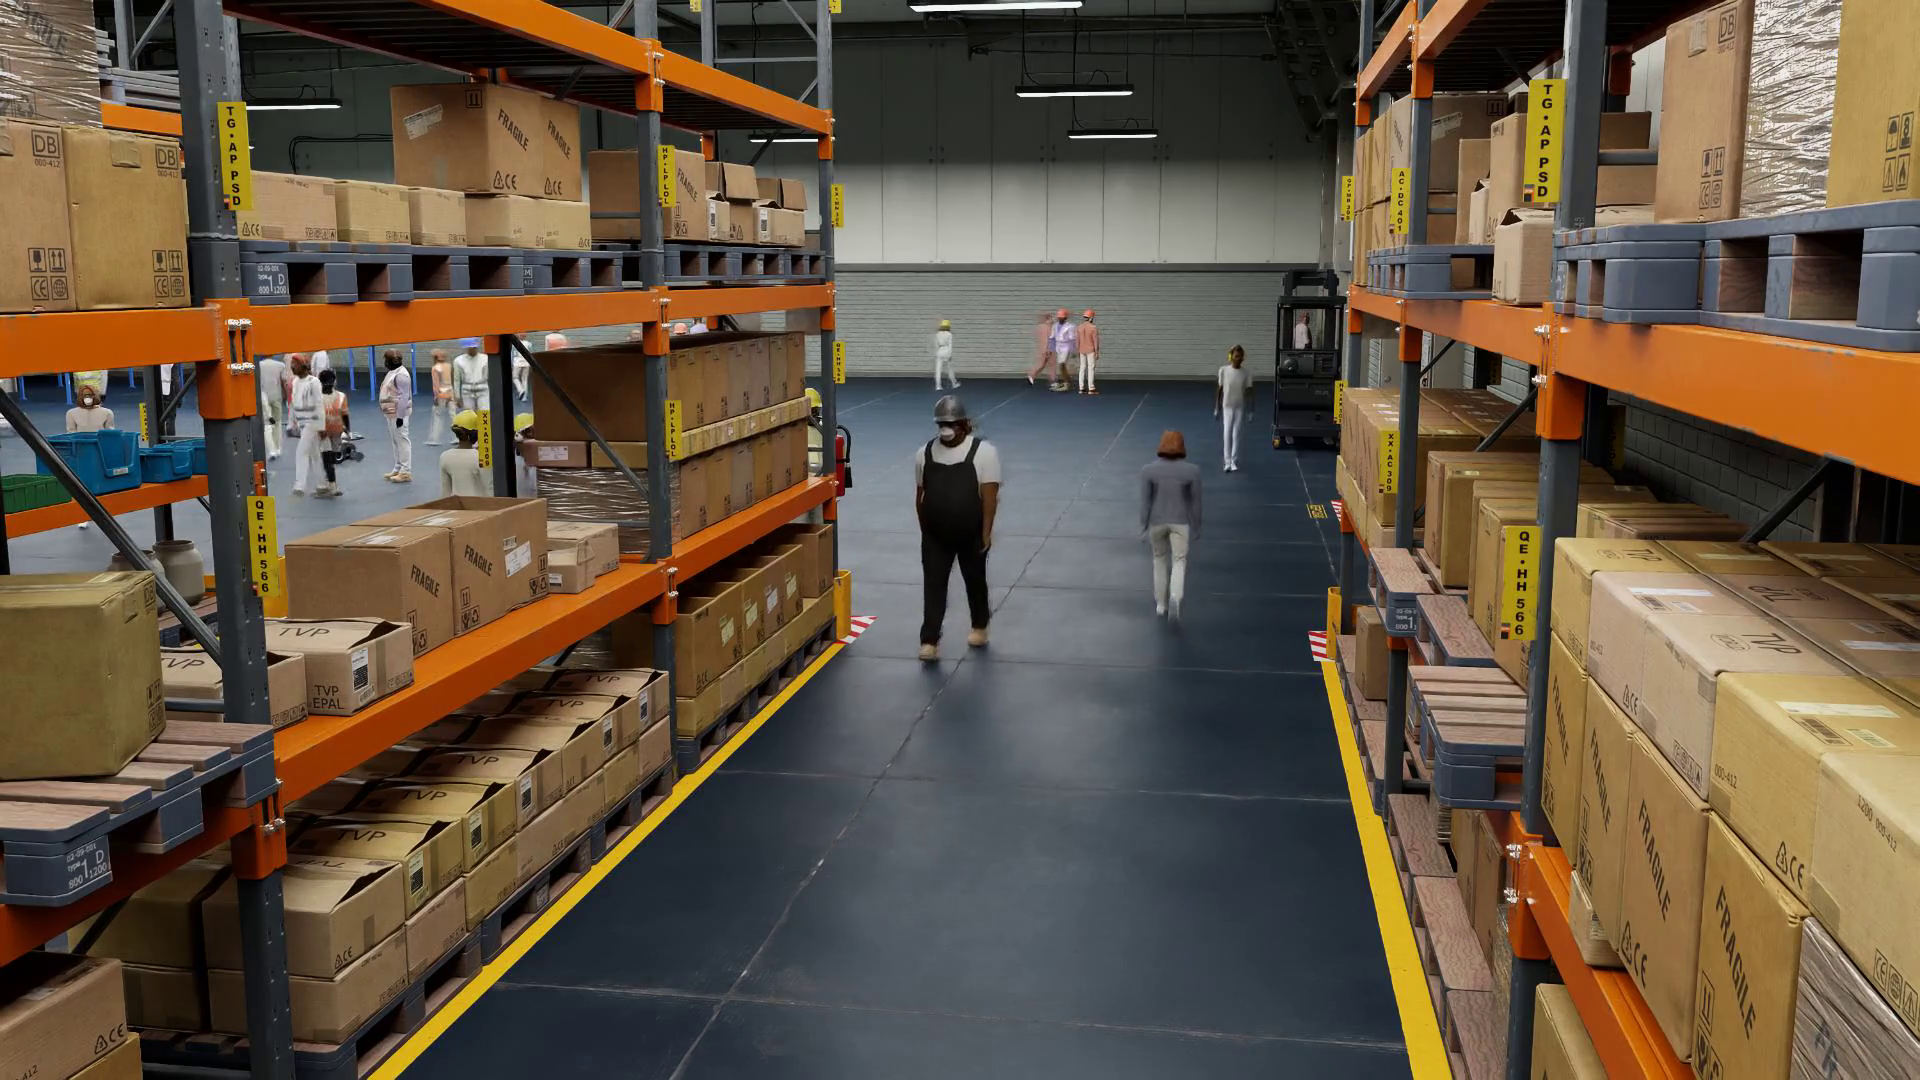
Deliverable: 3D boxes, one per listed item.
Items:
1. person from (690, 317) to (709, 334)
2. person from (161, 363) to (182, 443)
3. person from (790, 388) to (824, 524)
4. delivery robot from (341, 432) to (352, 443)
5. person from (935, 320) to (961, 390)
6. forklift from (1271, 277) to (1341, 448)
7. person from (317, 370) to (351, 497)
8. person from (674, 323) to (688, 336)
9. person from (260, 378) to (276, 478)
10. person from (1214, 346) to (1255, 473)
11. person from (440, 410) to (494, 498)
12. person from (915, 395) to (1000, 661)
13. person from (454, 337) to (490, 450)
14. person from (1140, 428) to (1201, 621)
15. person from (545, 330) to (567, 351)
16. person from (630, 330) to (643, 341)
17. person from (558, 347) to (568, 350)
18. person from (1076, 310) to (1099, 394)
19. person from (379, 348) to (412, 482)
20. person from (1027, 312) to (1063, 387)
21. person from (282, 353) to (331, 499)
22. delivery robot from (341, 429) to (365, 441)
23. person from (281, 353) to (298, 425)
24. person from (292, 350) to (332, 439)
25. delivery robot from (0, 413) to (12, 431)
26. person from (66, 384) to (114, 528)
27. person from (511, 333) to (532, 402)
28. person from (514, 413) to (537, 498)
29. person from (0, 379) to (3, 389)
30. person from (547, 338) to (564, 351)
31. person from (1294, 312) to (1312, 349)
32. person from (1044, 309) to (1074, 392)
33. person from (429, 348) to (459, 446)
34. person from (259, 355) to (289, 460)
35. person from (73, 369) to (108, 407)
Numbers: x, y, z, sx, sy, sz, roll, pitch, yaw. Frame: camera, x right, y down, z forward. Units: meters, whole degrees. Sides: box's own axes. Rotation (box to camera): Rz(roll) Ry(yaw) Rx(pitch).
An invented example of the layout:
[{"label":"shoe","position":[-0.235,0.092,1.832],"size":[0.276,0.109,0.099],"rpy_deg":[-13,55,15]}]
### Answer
[{"label":"person","position":[-6.134,-4.375,39.114],"size":[0.370,1.939,0.631],"rpy_deg":[5,10,27]},{"label":"person","position":[-12.574,-2.273,26.239],"size":[0.585,1.912,0.376],"rpy_deg":[1,9,3]},{"label":"person","position":[-1.399,-0.501,15.549],"size":[0.404,1.832,0.594],"rpy_deg":[8,12,42]},{"label":"delivery robot","position":[-9.870,-1.571,25.916],"size":[0.707,0.478,0.477],"rpy_deg":[-8,12,-39]},{"label":"person","position":[-0.334,-4.559,40.964],"size":[0.510,1.691,0.887],"rpy_deg":[6,11,34]},{"label":"forklift","position":[5.847,-3.016,27.970],"size":[1.129,2.768,1.873],"rpy_deg":[1,9,9]},{"label":"person","position":[-8.242,-1.406,21.711],"size":[0.536,1.639,0.911],"rpy_deg":[-8,12,-42]},{"label":"person","position":[-4.961,-2.870,29.657],"size":[0.611,1.996,0.378],"rpy_deg":[-1,9,-3]},{"label":"person","position":[-9.884,-1.701,22.964],"size":[0.579,1.841,0.971],"rpy_deg":[4,10,24]},{"label":"person","position":[3.989,-1.880,24.068],"size":[0.554,1.823,0.938],"rpy_deg":[1,9,3]},{"label":"person","position":[-4.081,-0.198,13.887],"size":[0.523,1.769,0.309],"rpy_deg":[3,10,19]},{"label":"person","position":[-0.033,-0.123,12.709],"size":[0.679,2.000,1.018],"rpy_deg":[2,9,12]},{"label":"person","position":[-7.641,-2.269,26.198],"size":[0.630,1.909,0.862],"rpy_deg":[-2,10,-14]},{"label":"person","position":[1.755,-0.124,13.923],"size":[0.508,1.613,0.680],"rpy_deg":[2,9,12]},{"label":"person","position":[-9.789,-4.424,40.343],"size":[0.517,1.636,0.313],"rpy_deg":[-1,9,-9]},{"label":"person","position":[-5.605,-2.710,29.019],"size":[0.667,1.891,0.430],"rpy_deg":[-4,10,-21]},{"label":"person","position":[-5.102,-1.523,21.532],"size":[0.607,1.940,0.841],"rpy_deg":[-1,9,-7]},{"label":"person","position":[3.055,-4.477,39.567],"size":[0.622,1.993,0.382],"rpy_deg":[8,12,41]},{"label":"person","position":[-7.864,-1.746,23.197],"size":[0.429,1.844,0.627],"rpy_deg":[-6,11,-31]},{"label":"person","position":[2.134,-4.783,41.820],"size":[0.833,1.886,0.661],"rpy_deg":[-2,9,-14]},{"label":"person","position":[-8.466,-1.446,21.286],"size":[0.614,1.853,0.825],"rpy_deg":[9,13,43]},{"label":"delivery robot","position":[-9.516,-1.644,25.567],"size":[0.335,0.223,0.698],"rpy_deg":[7,11,35]},{"label":"person","position":[-12.661,-3.072,31.629],"size":[0.523,1.751,0.543],"rpy_deg":[-1,9,-6]},{"label":"person","position":[-11.015,-2.618,28.385],"size":[0.962,1.895,0.561],"rpy_deg":[-5,11,-30]},{"label":"delivery robot","position":[-16.997,-2.133,29.384],"size":[0.707,0.478,0.477],"rpy_deg":[-4,10,-24]},{"label":"person","position":[-9.921,-0.965,19.019],"size":[0.499,1.634,0.279],"rpy_deg":[-5,11,-29]},{"label":"person","position":[-9.775,-3.886,37.056],"size":[0.532,1.623,0.402],"rpy_deg":[-6,11,-32]},{"label":"person","position":[-3.378,-0.119,13.345],"size":[0.448,1.786,0.685],"rpy_deg":[-2,10,-15]},{"label":"person","position":[-15.294,-2.258,26.122],"size":[0.545,1.920,0.780],"rpy_deg":[-1,9,-7]},{"label":"person","position":[-5.786,-1.966,24.255],"size":[0.608,1.963,0.996],"rpy_deg":[-6,11,-33]},{"label":"person","position":[8.365,-4.580,40.473],"size":[0.407,1.910,0.638],"rpy_deg":[-2,9,-12]},{"label":"person","position":[2.350,-4.528,39.862],"size":[0.917,1.995,0.662],"rpy_deg":[-9,13,-43]},{"label":"person","position":[-8.696,-2.410,27.970],"size":[0.330,1.640,0.522],"rpy_deg":[3,10,18]},{"label":"person","position":[-10.776,-2.185,25.977],"size":[0.536,1.830,0.959],"rpy_deg":[-4,10,-23]},{"label":"person","position":[-14.681,-2.516,28.136],"size":[0.676,1.814,0.515],"rpy_deg":[3,10,15]}]
